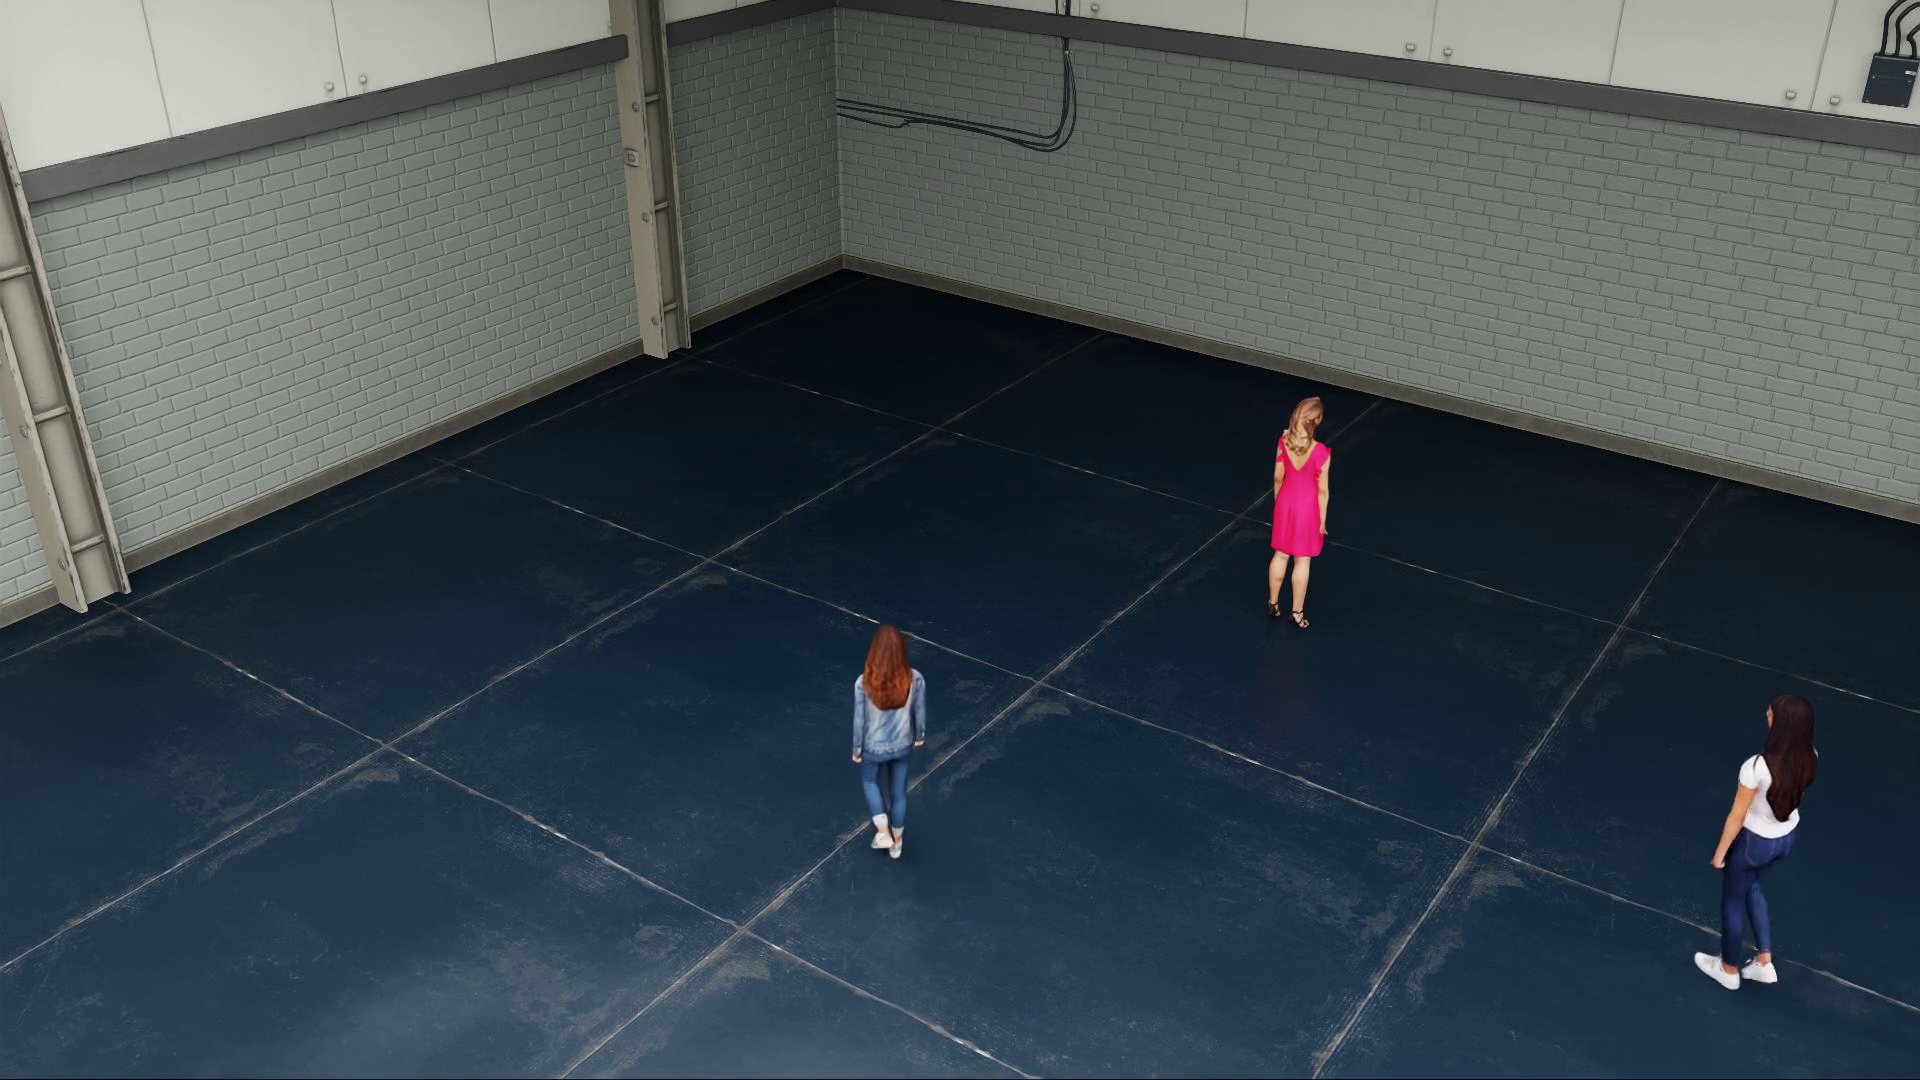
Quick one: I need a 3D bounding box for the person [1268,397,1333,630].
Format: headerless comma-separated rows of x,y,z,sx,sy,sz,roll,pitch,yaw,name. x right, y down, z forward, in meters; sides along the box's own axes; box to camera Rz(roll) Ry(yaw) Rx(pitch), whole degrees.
2.333,-0.190,11.519,0.598,1.728,0.573,23,36,37,person

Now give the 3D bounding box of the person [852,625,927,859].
-0.390,1.171,9.242,0.677,1.467,0.744,-6,29,-12,person

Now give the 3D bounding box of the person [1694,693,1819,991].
4.010,1.558,8.201,0.760,1.762,0.826,-11,30,-19,person
